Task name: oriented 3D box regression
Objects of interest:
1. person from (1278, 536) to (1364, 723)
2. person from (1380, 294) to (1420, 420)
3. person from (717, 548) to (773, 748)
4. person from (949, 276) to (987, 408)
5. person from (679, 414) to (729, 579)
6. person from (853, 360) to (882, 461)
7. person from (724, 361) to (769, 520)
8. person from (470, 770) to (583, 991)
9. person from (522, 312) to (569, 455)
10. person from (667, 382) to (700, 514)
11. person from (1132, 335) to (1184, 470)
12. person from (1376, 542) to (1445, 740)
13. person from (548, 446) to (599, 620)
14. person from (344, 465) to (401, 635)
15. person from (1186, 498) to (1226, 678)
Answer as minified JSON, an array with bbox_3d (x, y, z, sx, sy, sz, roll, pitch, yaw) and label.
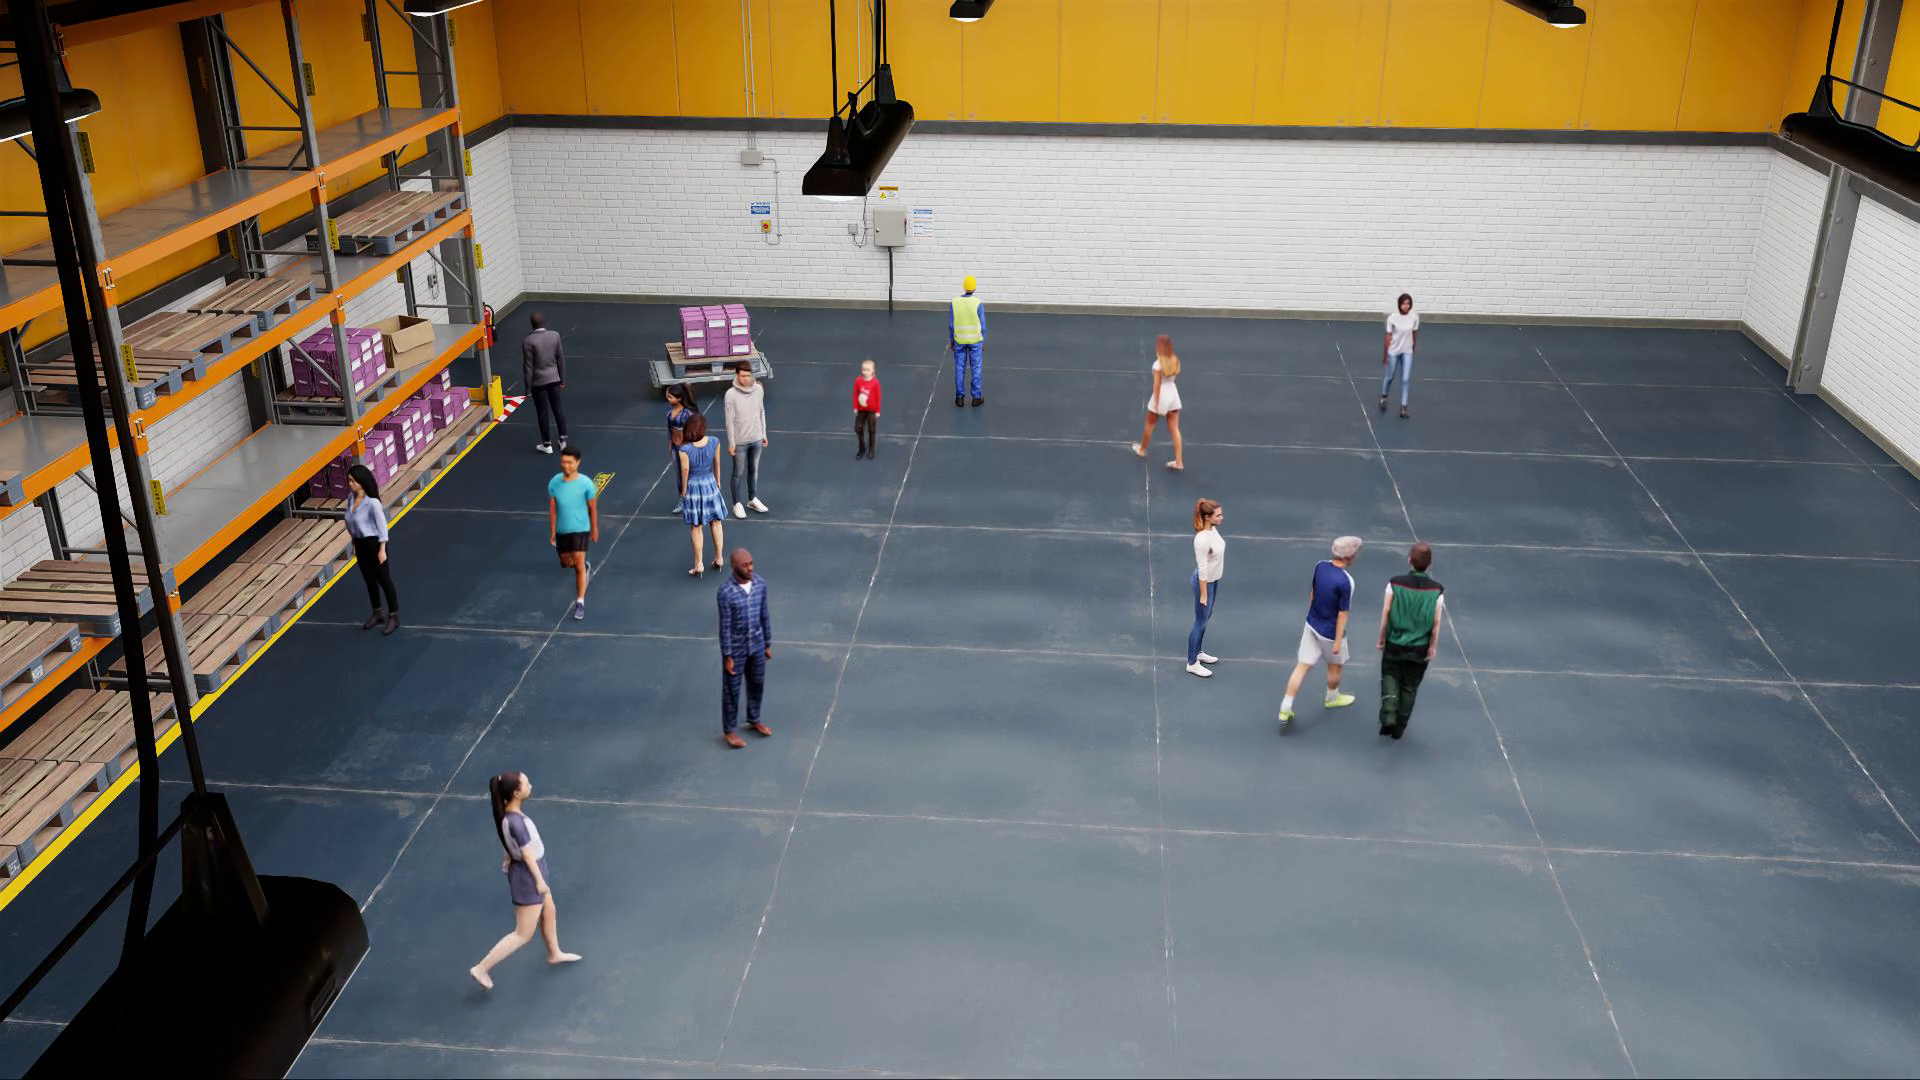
[{"bbox_3d":[3.144,0.822,14.571,1.218,1.780,1.211,-17,29,-33],"label":"person"},{"bbox_3d":[5.868,-2.487,22.273,0.615,1.673,1.105,1,24,2],"label":"person"},{"bbox_3d":[-1.881,0.896,14.360,0.748,1.814,0.810,-19,30,-36],"label":"person"},{"bbox_3d":[0.101,-2.714,22.621,0.648,1.812,0.555,2,24,5],"label":"person"},{"bbox_3d":[-2.720,-0.478,17.512,0.744,1.806,0.795,-17,29,-34],"label":"person"},{"bbox_3d":[-1.152,-1.657,20.878,0.524,1.271,0.575,3,24,8],"label":"person"},{"bbox_3d":[-2.451,-1.179,19.060,0.753,1.850,0.806,-18,29,-35],"label":"person"},{"bbox_3d":[-3.036,2.335,11.303,0.942,1.626,1.021,-10,25,-21],"label":"person"},{"bbox_3d":[-5.218,-1.987,20.953,0.787,1.816,0.832,-17,29,-33],"label":"person"},{"bbox_3d":[-3.165,-1.043,19.040,0.695,1.618,0.725,19,30,36],"label":"person"},{"bbox_3d":[2.575,-1.658,20.408,0.995,1.649,1.166,-13,27,-28],"label":"person"},{"bbox_3d":[3.839,0.921,14.288,0.755,1.825,0.830,7,25,16],"label":"person"},{"bbox_3d":[-3.881,-0.126,16.768,0.640,1.758,0.971,1,24,2],"label":"person"},{"bbox_3d":[-5.766,0.086,16.300,0.734,1.743,0.714,14,27,29],"label":"person"},{"bbox_3d":[2.292,0.420,15.566,0.723,1.719,0.543,8,25,17],"label":"person"}]
